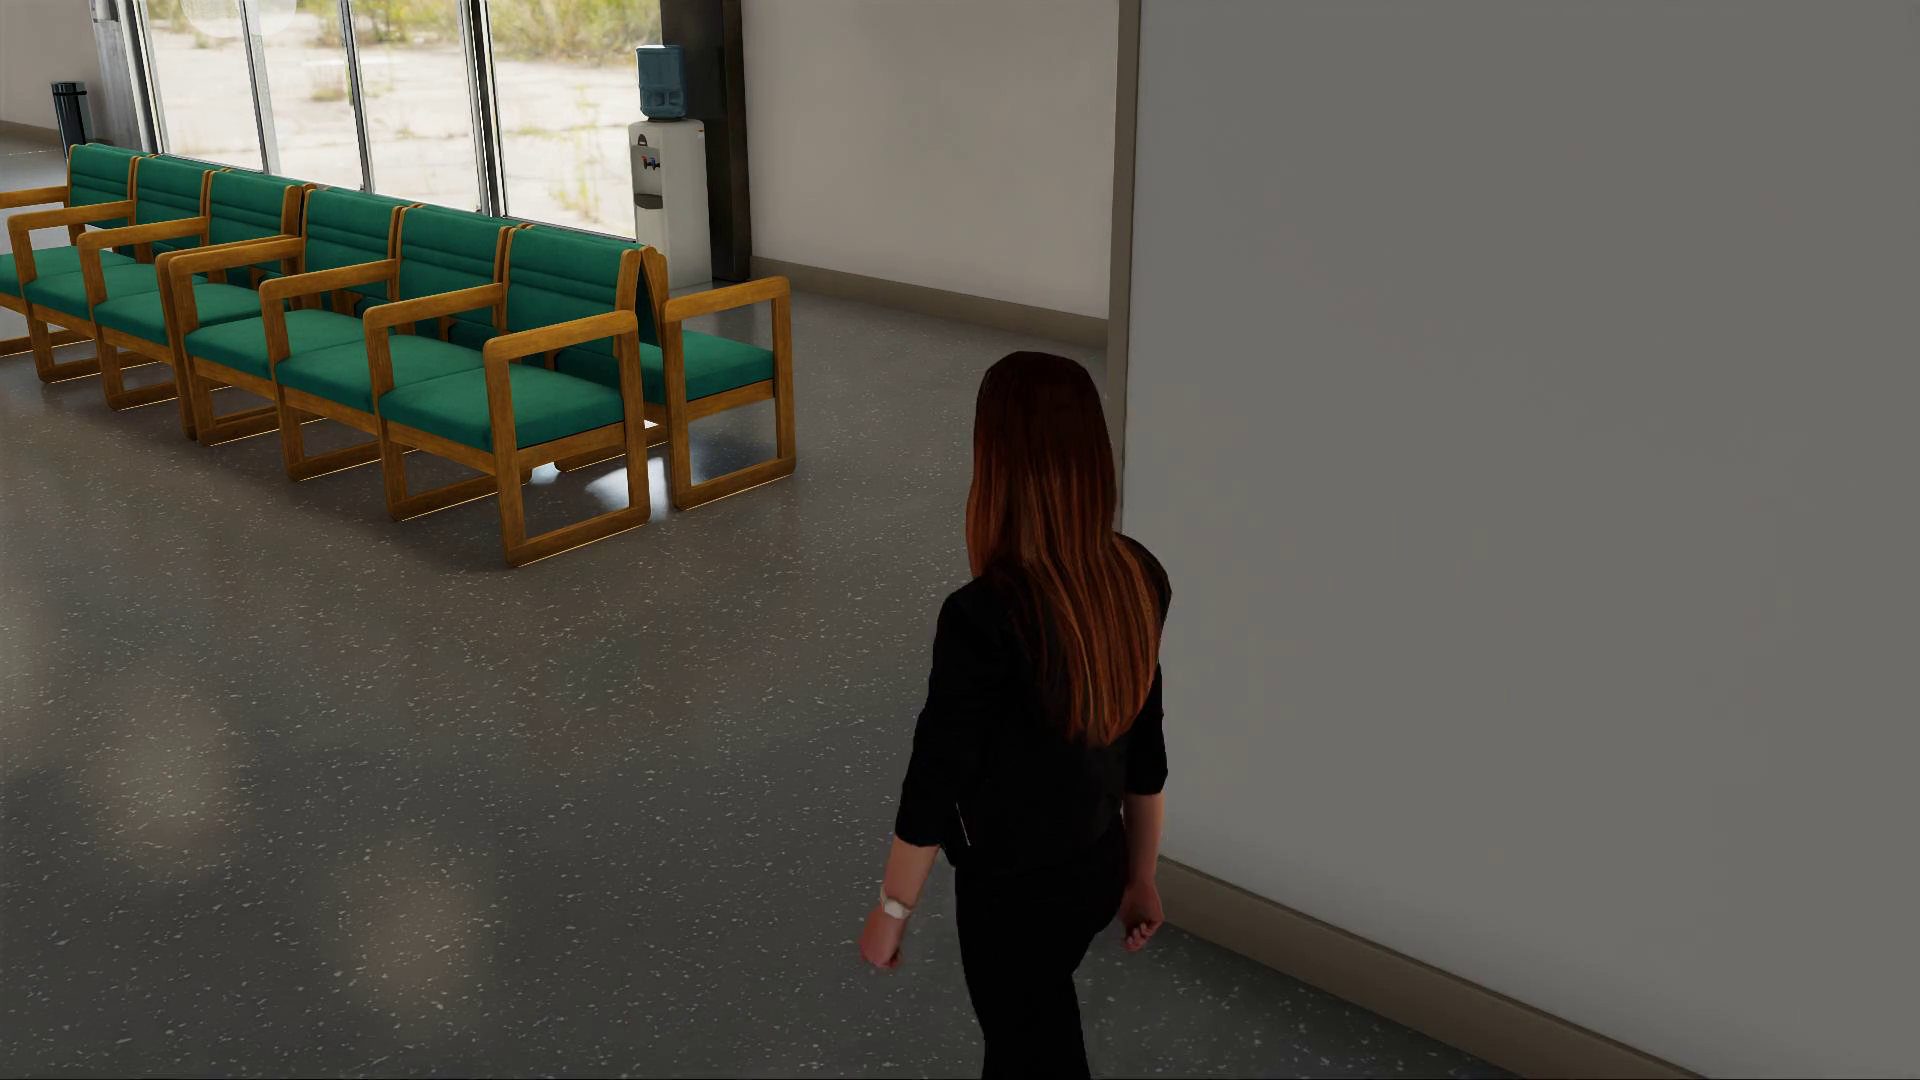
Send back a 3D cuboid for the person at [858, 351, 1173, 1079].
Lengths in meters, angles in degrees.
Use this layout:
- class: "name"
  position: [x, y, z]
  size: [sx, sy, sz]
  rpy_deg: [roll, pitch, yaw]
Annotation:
- class: "person"
  position: [0.193, 0.583, 2.520]
  size: [0.659, 1.690, 0.811]
  rpy_deg: [17, 26, 37]
